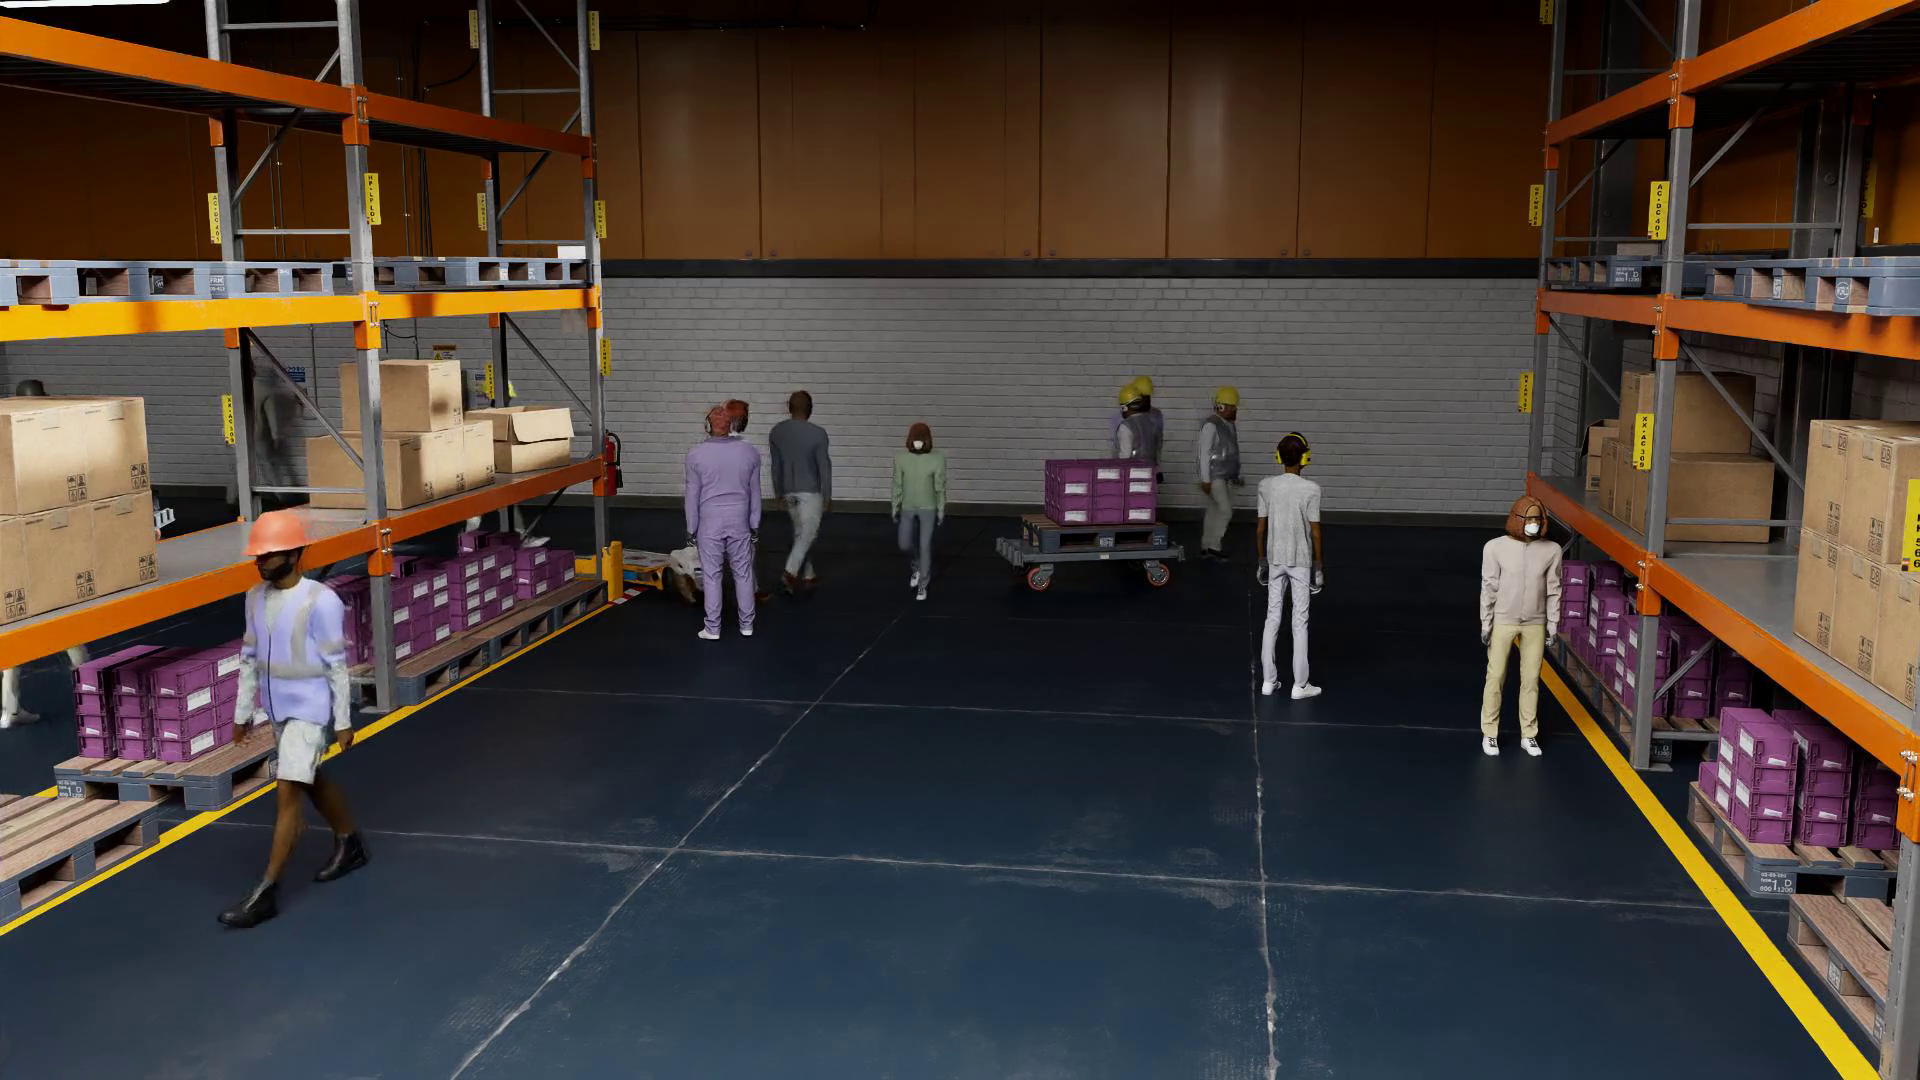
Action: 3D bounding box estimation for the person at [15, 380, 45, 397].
[{"bbox_3d":[-8.341,-0.462,15.099,0.725,2.000,0.704,7,12,38],"label":"person"}]

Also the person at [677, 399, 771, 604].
[{"bbox_3d":[-2.122,-0.324,14.843,0.611,1.866,0.843,9,13,44],"label":"person"}]

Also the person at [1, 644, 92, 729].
[{"bbox_3d":[-6.099,0.296,11.117,0.538,1.810,0.961,3,10,19],"label":"person"}]

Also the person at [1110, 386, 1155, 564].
[{"bbox_3d":[1.745,-0.659,16.975,0.404,1.825,0.587,6,11,34],"label":"person"}]

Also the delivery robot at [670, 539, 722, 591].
[{"bbox_3d":[-2.398,0.234,15.088,0.477,0.478,0.707,-4,10,-21],"label":"delivery robot"}]

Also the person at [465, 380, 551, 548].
[{"bbox_3d":[-4.830,-0.775,17.504,0.956,1.871,0.664,-5,11,-30],"label":"person"}]

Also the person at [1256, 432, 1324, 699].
[{"bbox_3d":[2.320,0.177,11.669,0.515,1.876,0.328,7,11,35],"label":"person"}]

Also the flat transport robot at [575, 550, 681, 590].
[{"bbox_3d":[-3.061,0.272,16.010,1.431,0.197,0.652,6,11,33],"label":"flat transport robot"}]

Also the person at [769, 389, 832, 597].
[{"bbox_3d":[-1.490,-0.435,15.372,0.636,1.910,0.909,5,11,30],"label":"person"}]

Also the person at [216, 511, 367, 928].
[{"bbox_3d":[-3.169,0.793,7.851,0.558,1.903,0.863,5,11,29],"label":"person"}]

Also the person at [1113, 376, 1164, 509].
[{"bbox_3d":[1.842,-0.764,17.329,0.624,1.915,0.572,-6,11,-31],"label":"person"}]

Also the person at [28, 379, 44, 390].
[{"bbox_3d":[-10.082,-0.871,18.319,0.675,1.812,0.635,-4,10,-22],"label":"person"}]

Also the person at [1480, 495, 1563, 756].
[{"bbox_3d":[3.450,0.530,10.262,0.496,1.629,0.277,0,9,1],"label":"person"}]

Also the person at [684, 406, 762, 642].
[{"bbox_3d":[-1.930,-0.134,13.488,0.645,1.907,0.400,-4,10,-25],"label":"person"}]

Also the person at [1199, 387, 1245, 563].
[{"bbox_3d":[2.692,-0.669,17.084,0.532,1.803,0.622,5,10,28],"label":"person"}]

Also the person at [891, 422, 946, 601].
[{"bbox_3d":[-0.371,-0.278,15.243,0.512,1.618,0.482,2,9,13],"label":"person"}]

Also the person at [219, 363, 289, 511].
[{"bbox_3d":[-8.911,-1.333,20.995,0.790,1.891,0.572,-5,11,-29],"label":"person"}]
